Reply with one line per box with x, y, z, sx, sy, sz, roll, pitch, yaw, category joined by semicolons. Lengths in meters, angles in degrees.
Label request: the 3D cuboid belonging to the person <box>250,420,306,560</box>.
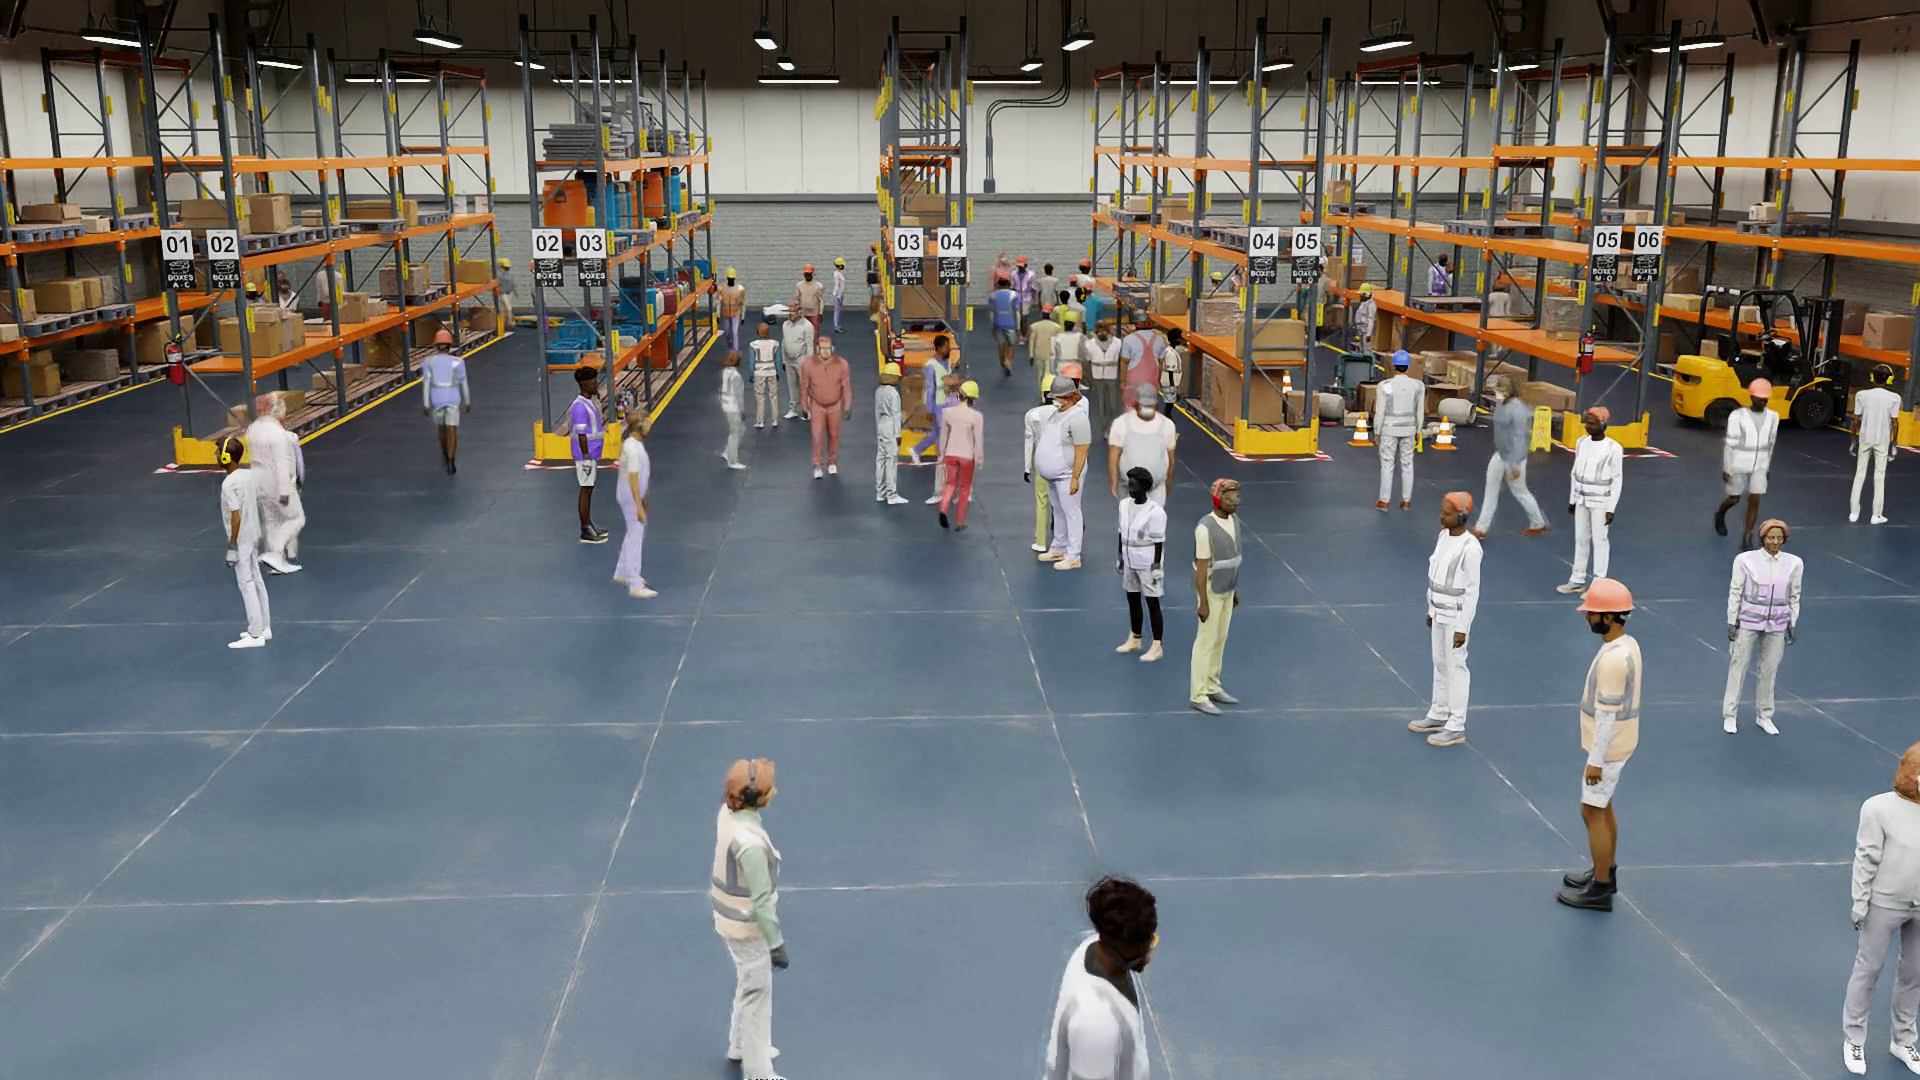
-7.280;-0.608;17.773;0.549;1.615;0.779;-6;14;-22;person

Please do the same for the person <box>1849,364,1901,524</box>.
10.662;-1.122;19.386;0.507;1.872;0.329;11;17;40;person

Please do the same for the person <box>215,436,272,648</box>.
-6.295;0.020;14.546;0.335;1.873;0.520;0;13;-1;person

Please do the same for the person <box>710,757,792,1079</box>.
-0.955;1.771;7.641;0.364;1.631;0.561;-4;14;-18;person

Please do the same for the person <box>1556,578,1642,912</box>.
3.693;1.167;9.588;0.390;1.923;0.549;7;15;26;person

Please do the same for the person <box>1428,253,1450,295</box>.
11.545;-5.963;39.962;0.634;1.839;0.429;-2;13;-7;person

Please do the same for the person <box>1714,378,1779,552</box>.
8.554;-0.847;18.135;0.556;1.913;0.761;0;13;1;person

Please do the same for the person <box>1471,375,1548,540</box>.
6.131;-0.901;18.454;0.994;1.886;0.632;-3;14;-11;person

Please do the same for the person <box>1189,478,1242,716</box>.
1.979;0.418;12.915;0.373;1.843;0.571;9;16;33;person

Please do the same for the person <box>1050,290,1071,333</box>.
1.951;-3.917;31.658;0.546;1.652;0.838;-2;13;-10;person

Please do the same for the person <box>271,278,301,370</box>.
-13.393;-4.319;33.075;0.554;1.805;0.882;-7;15;-28;person

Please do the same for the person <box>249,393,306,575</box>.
-6.961;-0.561;16.965;0.640;1.889;0.430;12;18;42;person

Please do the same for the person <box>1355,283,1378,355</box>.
7.653;-3.929;31.398;0.403;1.820;0.595;-1;13;-3;person

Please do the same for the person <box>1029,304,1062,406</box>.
1.504;-3.174;28.416;0.569;1.703;0.854;5;14;22;person

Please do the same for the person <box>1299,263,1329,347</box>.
7.731;-5.127;36.416;0.711;1.836;0.575;-12;18;-41;person

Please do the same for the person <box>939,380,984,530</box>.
0.010;-0.946;18.955;0.532;1.737;0.499;7;15;26;person

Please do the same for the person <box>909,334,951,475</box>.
-0.329;-1.813;22.254;0.744;1.901;0.606;6;14;23;person

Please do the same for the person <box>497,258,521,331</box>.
-10.764;-5.852;39.705;0.773;1.721;0.649;5;14;21;person

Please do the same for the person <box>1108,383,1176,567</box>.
1.864;-0.649;17.017;0.693;2.000;0.991;1;13;4;person

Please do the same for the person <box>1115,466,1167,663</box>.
1.545;0.200;14.183;0.323;1.691;0.536;-9;16;-35;person

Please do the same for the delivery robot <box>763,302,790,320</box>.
-4.521;-5.682;41.321;0.707;0.478;0.477;-4;14;-16;delivery robot

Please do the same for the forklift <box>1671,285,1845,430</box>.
12.503;-2.886;26.166;2.313;2.155;1.214;-1;13;-3;forklift

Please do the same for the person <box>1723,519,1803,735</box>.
5.974;0.643;12.402;0.513;1.641;0.307;1;13;5;person

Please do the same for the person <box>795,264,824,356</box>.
-3.085;-4.645;34.040;0.611;1.997;0.375;2;13;10;person

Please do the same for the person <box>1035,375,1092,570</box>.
1.051;-0.719;17.312;0.536;2.000;0.677;-5;14;-19;person

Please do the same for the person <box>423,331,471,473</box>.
-6.953;-1.885;22.572;0.570;1.876;1.059;-2;13;-8;person

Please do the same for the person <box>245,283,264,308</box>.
-13.770;-4.140;32.444;0.307;1.745;0.484;12;18;42;person

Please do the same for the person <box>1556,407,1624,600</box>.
6.130;-0.356;16.117;0.354;1.881;0.576;-5;14;-22;person

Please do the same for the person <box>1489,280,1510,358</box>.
11.187;-4.624;34.733;0.500;1.616;0.374;-3;14;-13;person

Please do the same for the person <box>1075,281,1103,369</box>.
2.545;-4.227;32.818;0.575;1.737;0.578;0;13;-1;person

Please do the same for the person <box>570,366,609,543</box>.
-4.128;-0.955;18.471;0.367;1.967;0.603;-2;13;-7;person

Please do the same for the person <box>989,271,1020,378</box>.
0.852;-4.093;31.655;0.604;2.019;0.450;2;13;9;person
